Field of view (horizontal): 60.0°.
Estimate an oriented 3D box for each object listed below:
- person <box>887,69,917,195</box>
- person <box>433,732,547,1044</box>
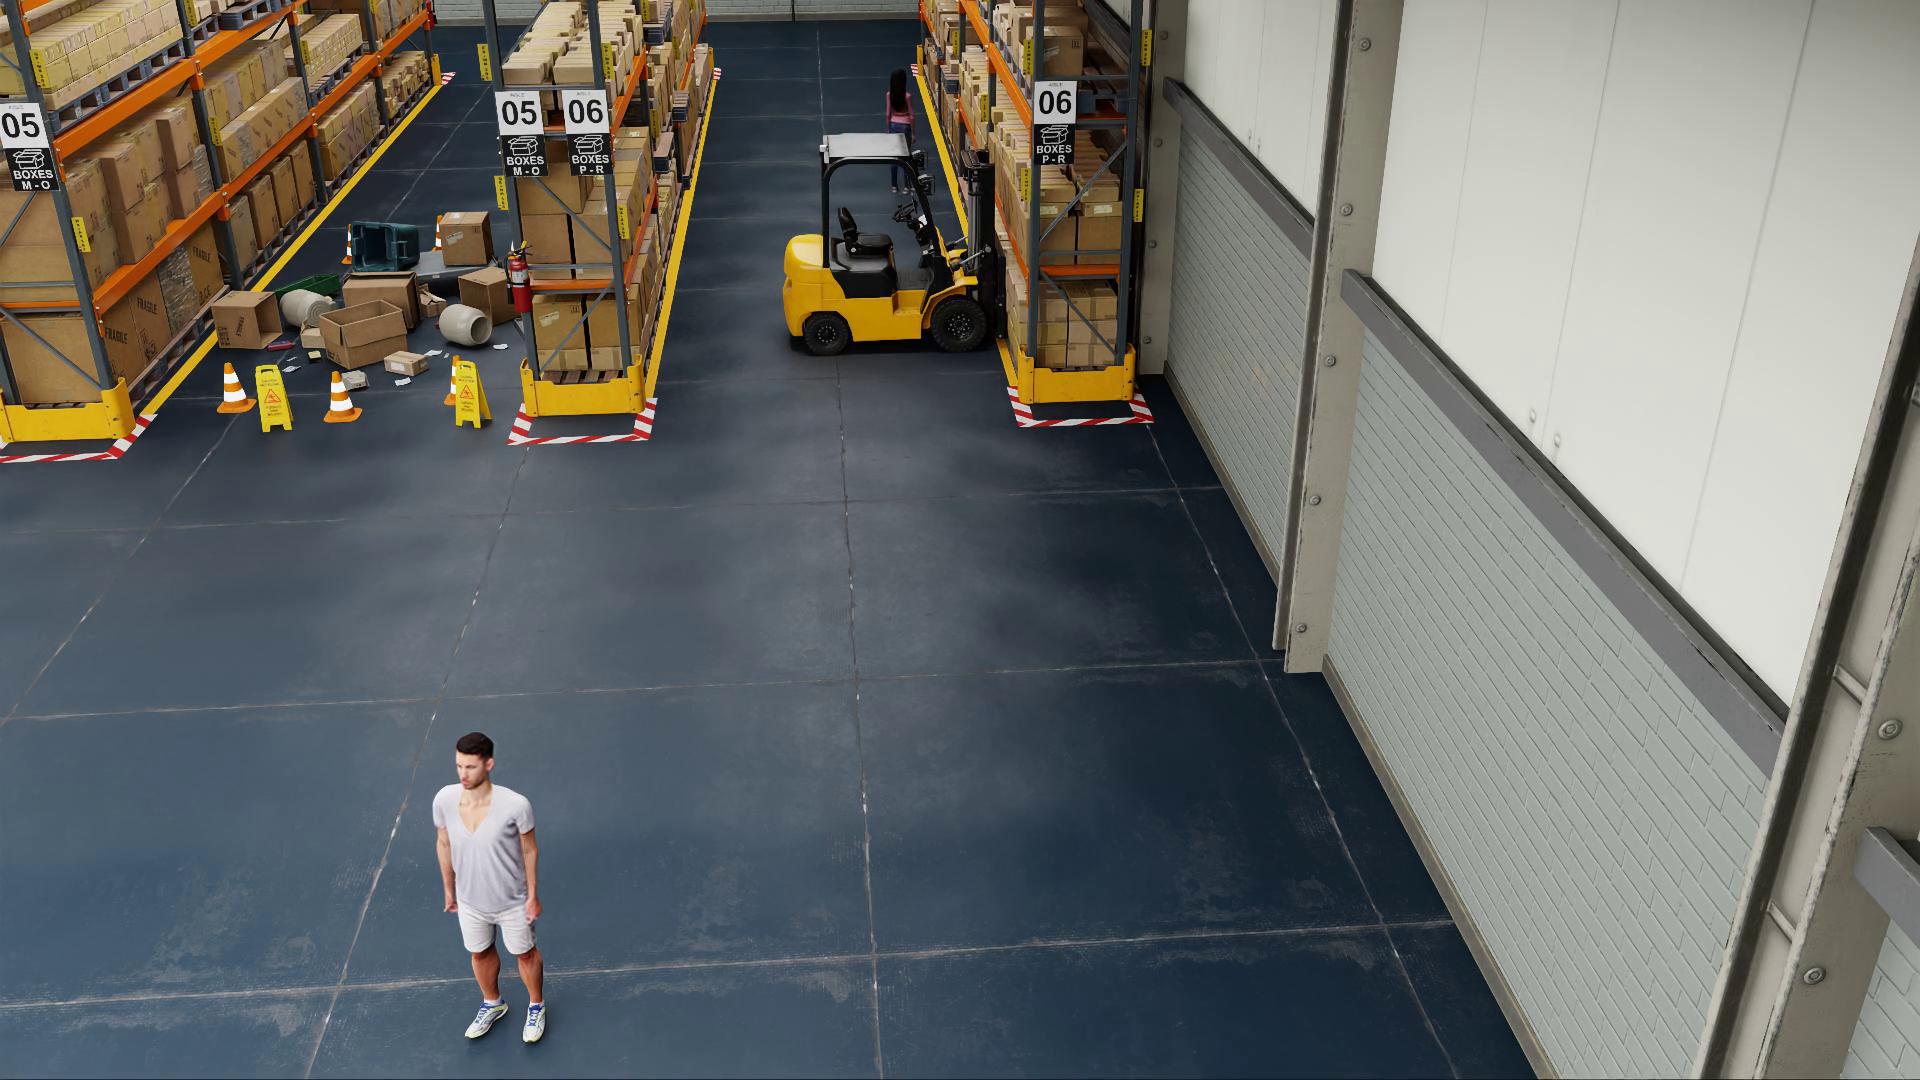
[{"bbox_3d":[-0.848,-5.785,23.521,0.643,1.742,0.644,10,29,18],"label":"person"},{"bbox_3d":[-2.428,1.800,8.666,0.722,1.855,0.638,3,27,6],"label":"person"}]
